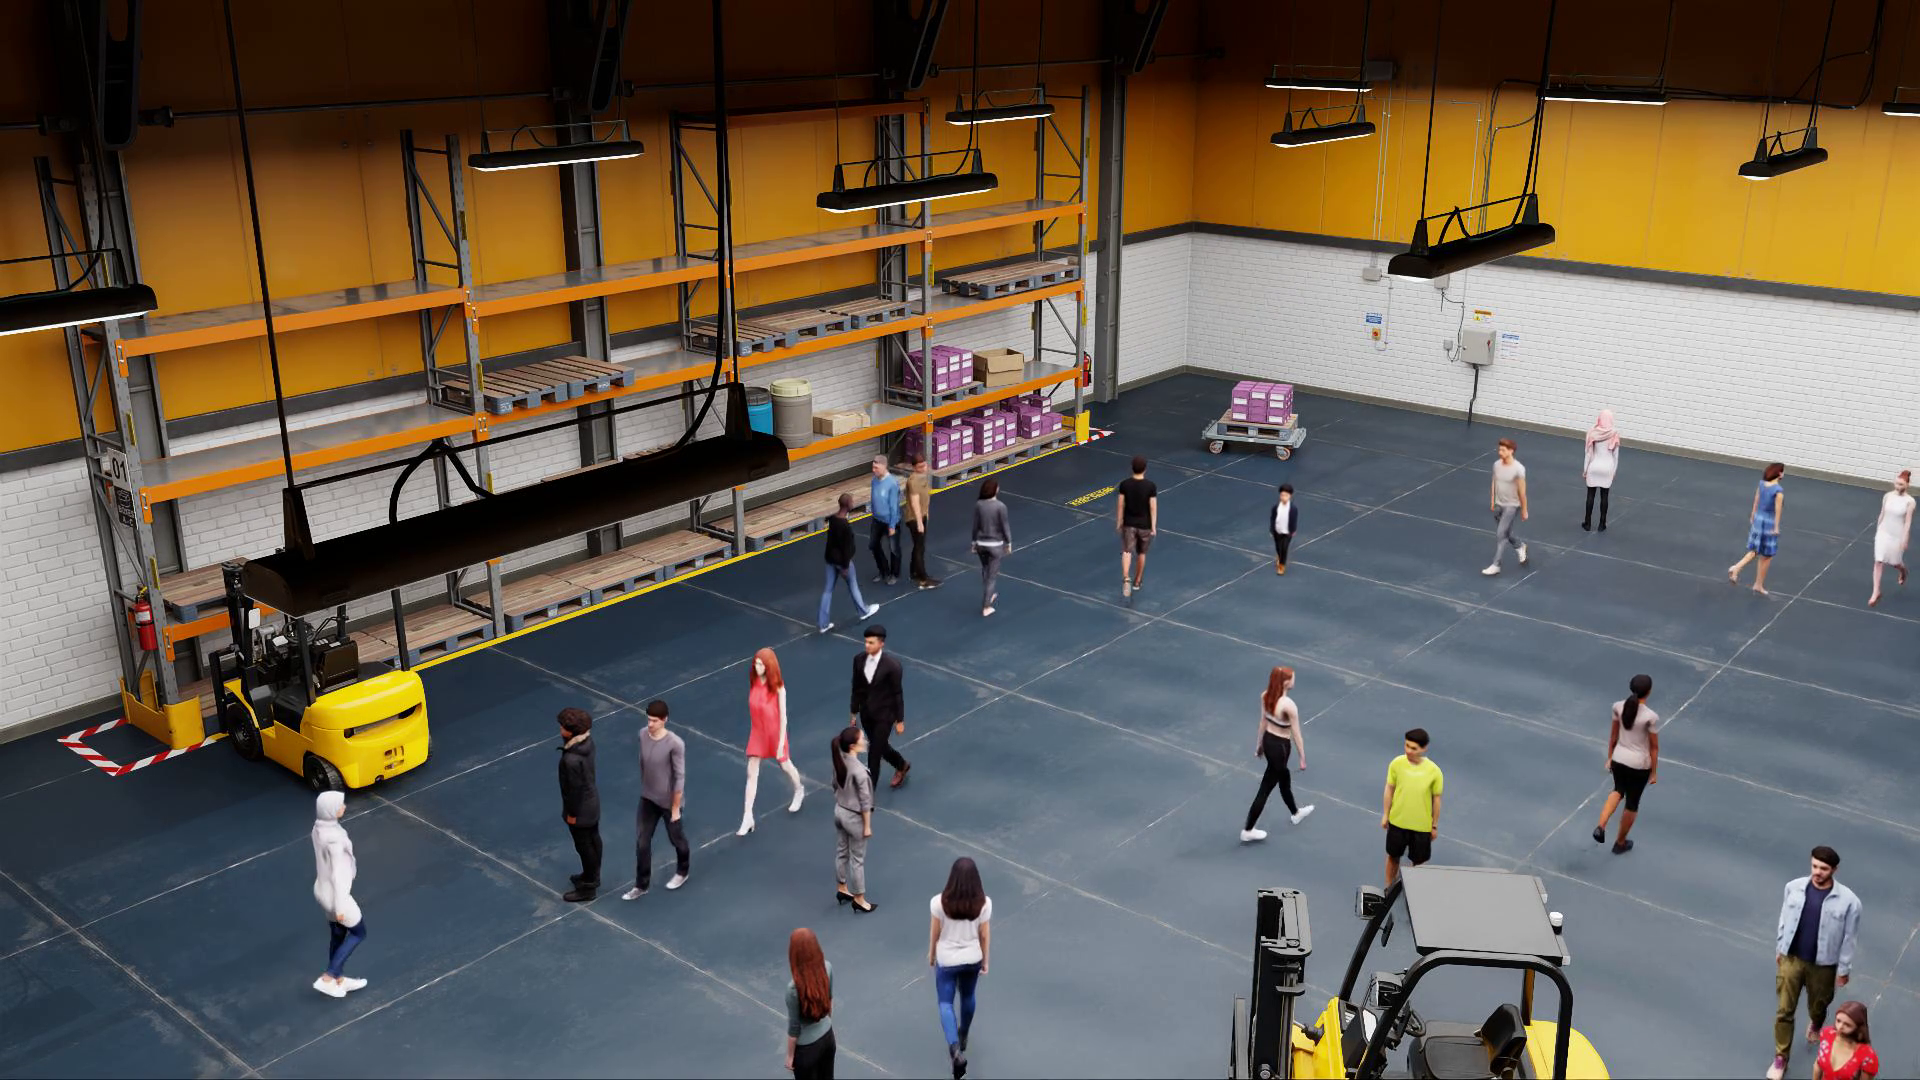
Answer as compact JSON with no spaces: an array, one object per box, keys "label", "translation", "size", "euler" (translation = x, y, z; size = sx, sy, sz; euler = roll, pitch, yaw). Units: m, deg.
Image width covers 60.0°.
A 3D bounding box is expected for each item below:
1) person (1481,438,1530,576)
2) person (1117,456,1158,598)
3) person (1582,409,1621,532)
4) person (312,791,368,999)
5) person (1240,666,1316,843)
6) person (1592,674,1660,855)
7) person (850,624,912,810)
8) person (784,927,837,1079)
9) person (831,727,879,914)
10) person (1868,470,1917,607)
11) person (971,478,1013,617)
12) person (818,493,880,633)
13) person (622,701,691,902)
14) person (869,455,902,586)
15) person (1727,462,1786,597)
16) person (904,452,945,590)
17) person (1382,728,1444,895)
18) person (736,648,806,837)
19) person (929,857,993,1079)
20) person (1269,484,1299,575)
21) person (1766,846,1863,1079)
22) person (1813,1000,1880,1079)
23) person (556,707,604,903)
[{"label":"person","translation":[7.426,-0.456,22.335],"size":[1.259,1.853,1.002],"euler":[-11,22,-30]},{"label":"person","translation":[2.266,-0.168,21.496],"size":[0.987,1.843,1.174],"euler":[4,19,11]},{"label":"person","translation":[9.270,-1.015,24.076],"size":[0.723,1.803,0.727],"euler":[5,19,16]},{"label":"person","translation":[-4.919,2.783,12.858],"size":[0.738,1.763,0.705],"euler":[-15,24,-38]},{"label":"person","translation":[2.822,2.000,15.275],"size":[1.182,1.706,0.912],"euler":[-9,21,-25]},{"label":"person","translation":[6.015,2.063,15.045],"size":[0.791,1.733,0.704],"euler":[-13,22,-33]},{"label":"person","translation":[-0.735,1.667,16.044],"size":[0.800,1.845,1.232],"euler":[13,23,34]},{"label":"person","translation":[-0.990,3.379,11.122],"size":[0.639,1.742,0.445],"euler":[15,24,38]},{"label":"person","translation":[-0.925,2.382,14.191],"size":[0.635,1.673,0.660],"euler":[-14,23,-36]},{"label":"person","translation":[11.929,-0.024,21.180],"size":[1.097,1.771,0.771],"euler":[-12,22,-32]},{"label":"person","translation":[0.336,0.105,20.839],"size":[0.765,1.744,0.969],"euler":[9,21,25]},{"label":"person","translation":[-1.534,0.320,20.286],"size":[0.714,1.690,1.164],"euler":[17,25,40]},{"label":"person","translation":[-2.524,2.205,14.475],"size":[0.797,1.828,0.965],"euler":[10,21,27]},{"label":"person","translation":[-0.911,-0.293,21.948],"size":[0.699,1.792,0.639],"euler":[14,23,35]},{"label":"person","translation":[10.294,-0.125,21.453],"size":[0.960,1.789,0.889],"euler":[-3,19,-8]},{"label":"person","translation":[-0.554,-0.278,21.855],"size":[0.883,1.822,0.841],"euler":[3,19,8]},{"label":"person","translation":[3.845,2.370,14.175],"size":[0.669,1.706,0.592],"euler":[9,21,25]},{"label":"person","translation":[-1.719,1.849,15.610],"size":[0.756,1.776,1.183],"euler":[11,21,29]},{"label":"person","translation":[-0.003,3.114,12.032],"size":[1.016,1.663,1.059],"euler":[-2,19,-6]},{"label":"person","translation":[4.384,-0.180,22.532],"size":[0.674,1.205,0.902],"euler":[7,20,20]},{"label":"person","translation":[6.199,3.033,12.077],"size":[0.671,1.788,1.049],"euler":[15,24,38]},{"label":"person","translation":[5.694,3.627,10.667],"size":[1.014,1.563,0.777],"euler":[-11,21,-29]},{"label":"person","translation":[-3.262,2.263,14.374],"size":[0.790,1.781,0.707],"euler":[1,19,4]}]
